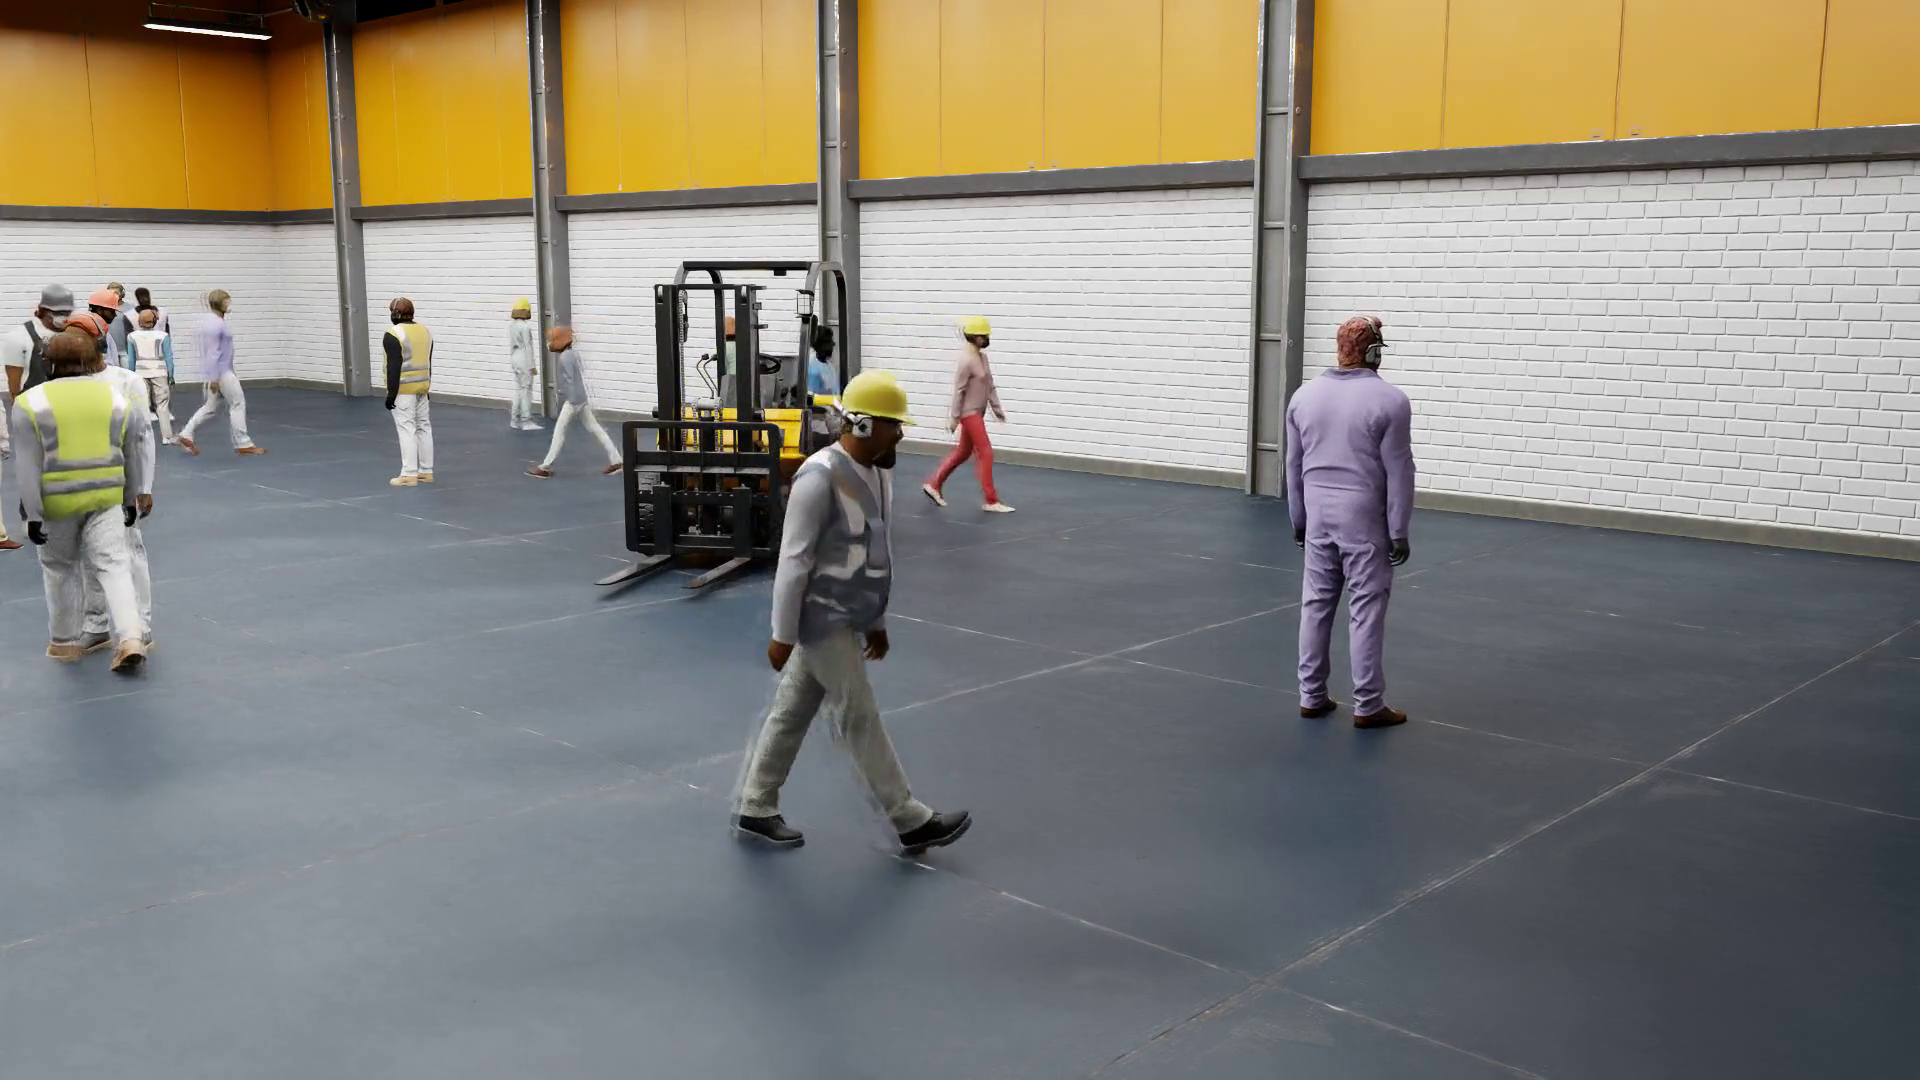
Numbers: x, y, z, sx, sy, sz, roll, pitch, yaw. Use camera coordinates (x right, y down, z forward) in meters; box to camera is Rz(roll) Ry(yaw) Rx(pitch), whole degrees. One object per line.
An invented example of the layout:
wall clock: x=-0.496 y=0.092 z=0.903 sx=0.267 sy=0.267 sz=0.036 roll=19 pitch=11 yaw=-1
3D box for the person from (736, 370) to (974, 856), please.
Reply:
person: x=-0.409 y=0.274 z=6.000 sx=0.940 sy=1.757 sz=0.596 roll=2 pitch=9 yaw=12

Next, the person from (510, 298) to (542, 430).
person: x=-5.752 y=-2.322 z=21.964 sx=0.312 sy=1.743 sz=0.498 roll=-7 pitch=12 yaw=-37

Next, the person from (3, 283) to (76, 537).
person: x=-7.141 y=-1.040 z=13.187 sx=0.567 sy=2.000 sz=0.731 roll=8 pitch=12 yaw=42

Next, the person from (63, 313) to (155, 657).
person: x=-4.691 y=-0.295 z=9.097 sx=0.584 sy=1.882 sz=0.337 roll=1 pitch=9 yaw=8

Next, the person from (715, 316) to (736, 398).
person: x=-2.376 y=-1.496 z=17.228 sx=0.272 sy=1.632 sz=0.508 roll=5 pitch=11 yaw=29

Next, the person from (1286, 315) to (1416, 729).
person: x=1.832 y=-0.086 z=7.750 sx=0.399 sy=1.908 sz=0.643 roll=-9 pitch=13 yaw=-43

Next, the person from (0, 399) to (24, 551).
person: x=-7.369 y=-0.723 z=12.490 sx=0.498 sy=1.634 sz=0.279 roll=2 pitch=9 yaw=10

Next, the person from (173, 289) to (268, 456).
person: x=-8.425 y=-1.882 z=18.773 sx=0.939 sy=1.908 sz=0.630 roll=-4 pitch=10 yaw=-21

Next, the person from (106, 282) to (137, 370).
person: x=-11.688 y=-2.612 z=23.139 sx=0.630 sy=1.940 sz=0.372 roll=-2 pitch=10 yaw=-14

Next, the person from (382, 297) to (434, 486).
person: x=-5.430 y=-1.453 z=16.329 sx=0.430 sy=1.843 sz=0.625 roll=3 pitch=10 yaw=19

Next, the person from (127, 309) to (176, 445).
person: x=-9.712 y=-1.949 z=19.993 sx=0.523 sy=1.638 sz=0.310 roll=-1 pitch=9 yaw=-4

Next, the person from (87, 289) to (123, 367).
person: x=-8.081 y=-1.399 z=15.743 sx=0.384 sy=1.927 sz=0.543 roll=-8 pitch=12 yaw=-40

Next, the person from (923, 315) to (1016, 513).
person: x=0.054 y=-1.114 z=14.596 sx=0.875 sy=1.729 sz=0.519 roll=3 pitch=10 yaw=18

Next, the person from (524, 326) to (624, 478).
person: x=-3.921 y=-1.406 z=16.954 sx=1.008 sy=1.545 sz=0.512 roll=-1 pitch=9 yaw=-7

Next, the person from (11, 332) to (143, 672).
person: x=-4.624 y=-0.191 z=8.772 sx=0.957 sy=1.797 sz=0.624 roll=9 pitch=13 yaw=43

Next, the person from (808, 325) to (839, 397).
person: x=-1.230 y=-1.005 z=14.188 sx=0.861 sy=1.650 sz=0.574 roll=1 pitch=9 yaw=8

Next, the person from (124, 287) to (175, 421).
person: x=-11.259 y=-2.573 z=23.114 sx=0.616 sy=1.866 sz=0.620 roll=-8 pitch=12 yaw=-39

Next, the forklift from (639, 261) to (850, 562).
forklift: x=-1.552 y=-1.040 z=12.721 sx=1.214 sy=2.155 sz=2.313 roll=2 pitch=9 yaw=11
